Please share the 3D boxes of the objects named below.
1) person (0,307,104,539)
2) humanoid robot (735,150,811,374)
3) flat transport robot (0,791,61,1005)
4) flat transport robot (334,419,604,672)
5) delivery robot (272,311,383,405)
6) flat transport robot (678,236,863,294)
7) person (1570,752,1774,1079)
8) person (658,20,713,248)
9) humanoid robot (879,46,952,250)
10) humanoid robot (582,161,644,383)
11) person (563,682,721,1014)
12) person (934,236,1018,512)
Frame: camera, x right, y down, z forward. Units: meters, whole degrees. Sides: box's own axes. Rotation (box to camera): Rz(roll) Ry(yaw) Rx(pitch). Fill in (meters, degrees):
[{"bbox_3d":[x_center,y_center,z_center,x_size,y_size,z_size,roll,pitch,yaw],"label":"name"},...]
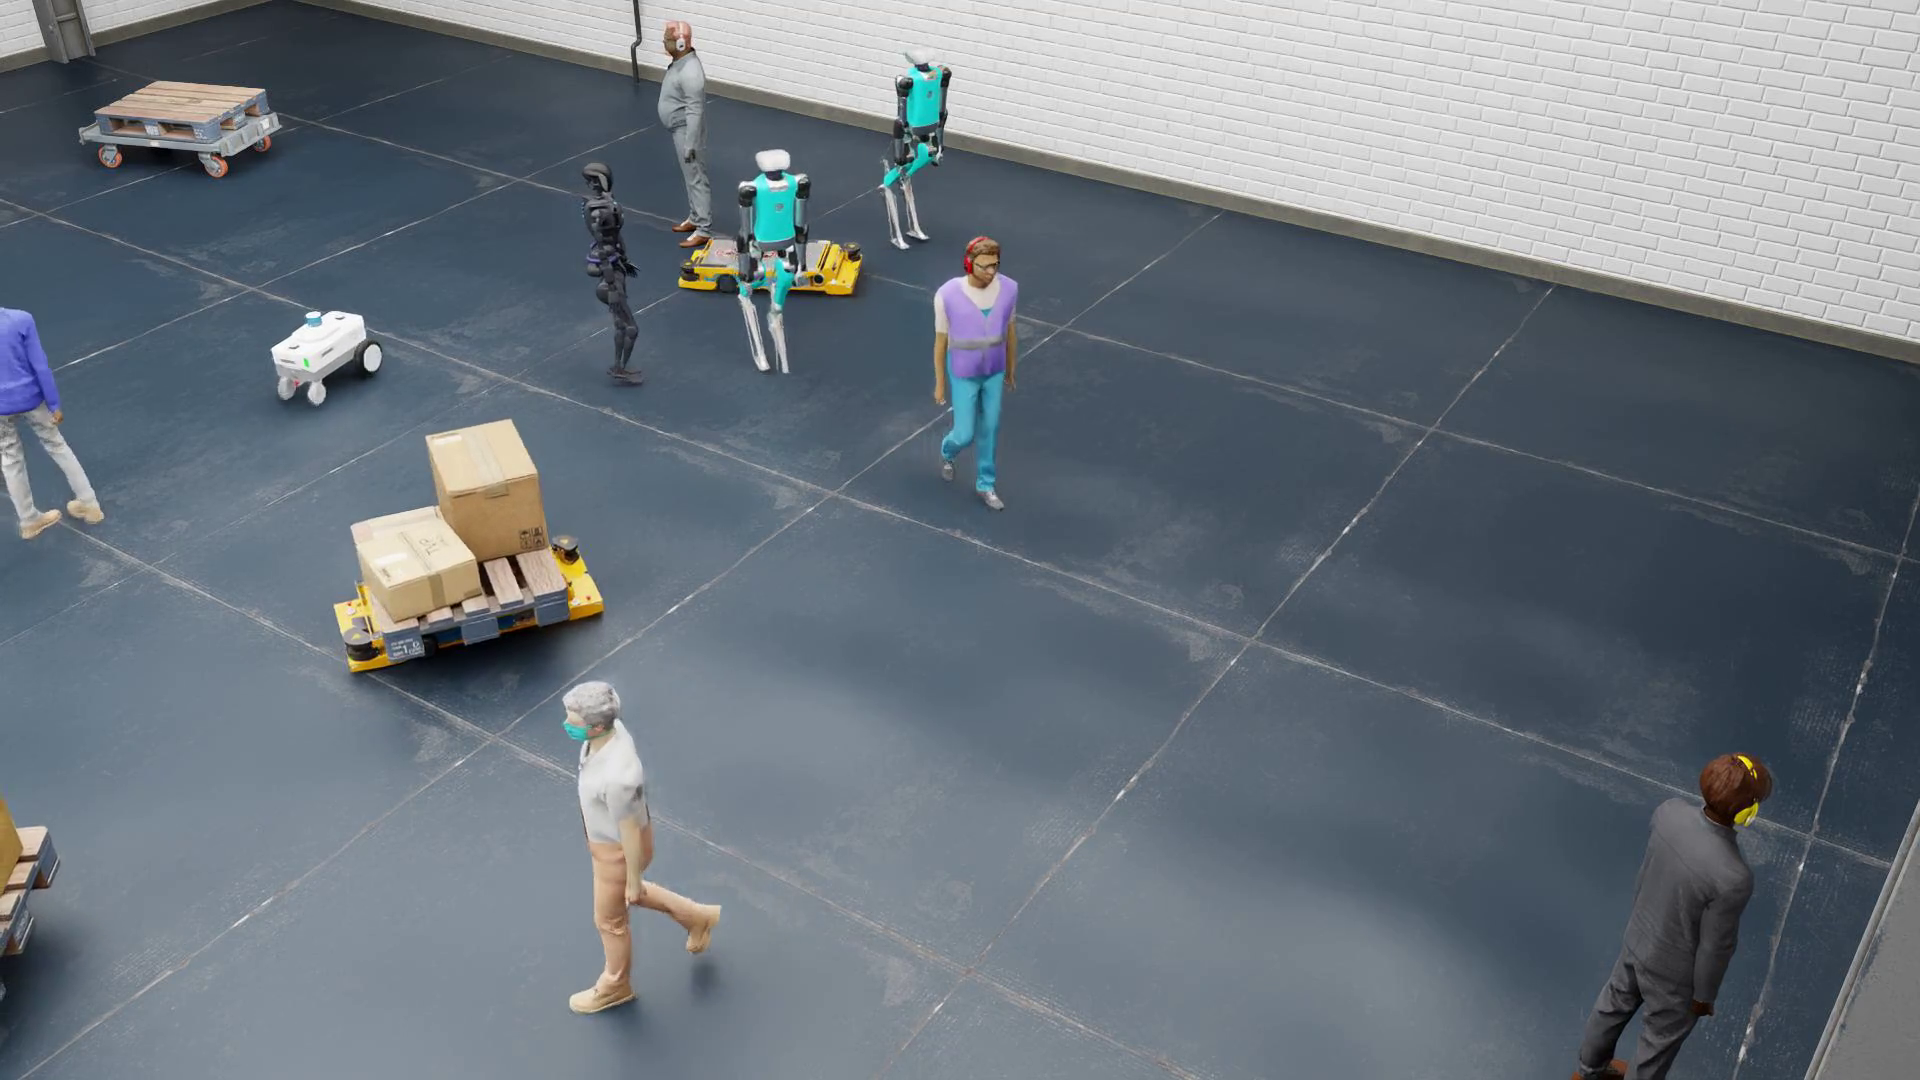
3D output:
[{"bbox_3d":[-5.755,-0.866,10.143,0.464,1.848,0.453,-18,37,-26],"label":"person"},{"bbox_3d":[-1.404,-1.998,12.042,0.544,1.821,0.704,-15,36,-22],"label":"humanoid robot"},{"bbox_3d":[-4.690,1.903,7.294,0.659,0.231,1.431,-5,33,-7],"label":"flat transport robot"},{"bbox_3d":[-2.870,0.358,9.700,1.431,0.231,0.659,-14,35,-21],"label":"flat transport robot"},{"bbox_3d":[-4.650,-1.383,12.126,0.499,0.576,0.768,11,34,17],"label":"delivery robot"},{"bbox_3d":[-1.562,-2.271,13.790,1.431,0.231,0.659,3,33,4],"label":"flat transport robot"},{"bbox_3d":[2.712,1.568,6.345,0.353,1.866,0.490,-8,34,-13],"label":"person"},{"bbox_3d":[-2.328,-3.443,14.097,0.413,1.913,0.638,-8,34,-13],"label":"person"},{"bbox_3d":[-0.453,-3.336,14.071,0.532,1.760,0.746,-24,40,-32],"label":"humanoid robot"},{"bbox_3d":[-2.490,-1.927,11.950,0.337,1.656,0.589,-1,33,-1],"label":"humanoid robot"},{"bbox_3d":[-1.390,1.255,6.949,0.643,1.733,0.487,-11,34,-16],"label":"person"},{"bbox_3d":[0.092,-1.057,10.453,0.592,1.831,0.499,-15,36,-22],"label":"person"}]
